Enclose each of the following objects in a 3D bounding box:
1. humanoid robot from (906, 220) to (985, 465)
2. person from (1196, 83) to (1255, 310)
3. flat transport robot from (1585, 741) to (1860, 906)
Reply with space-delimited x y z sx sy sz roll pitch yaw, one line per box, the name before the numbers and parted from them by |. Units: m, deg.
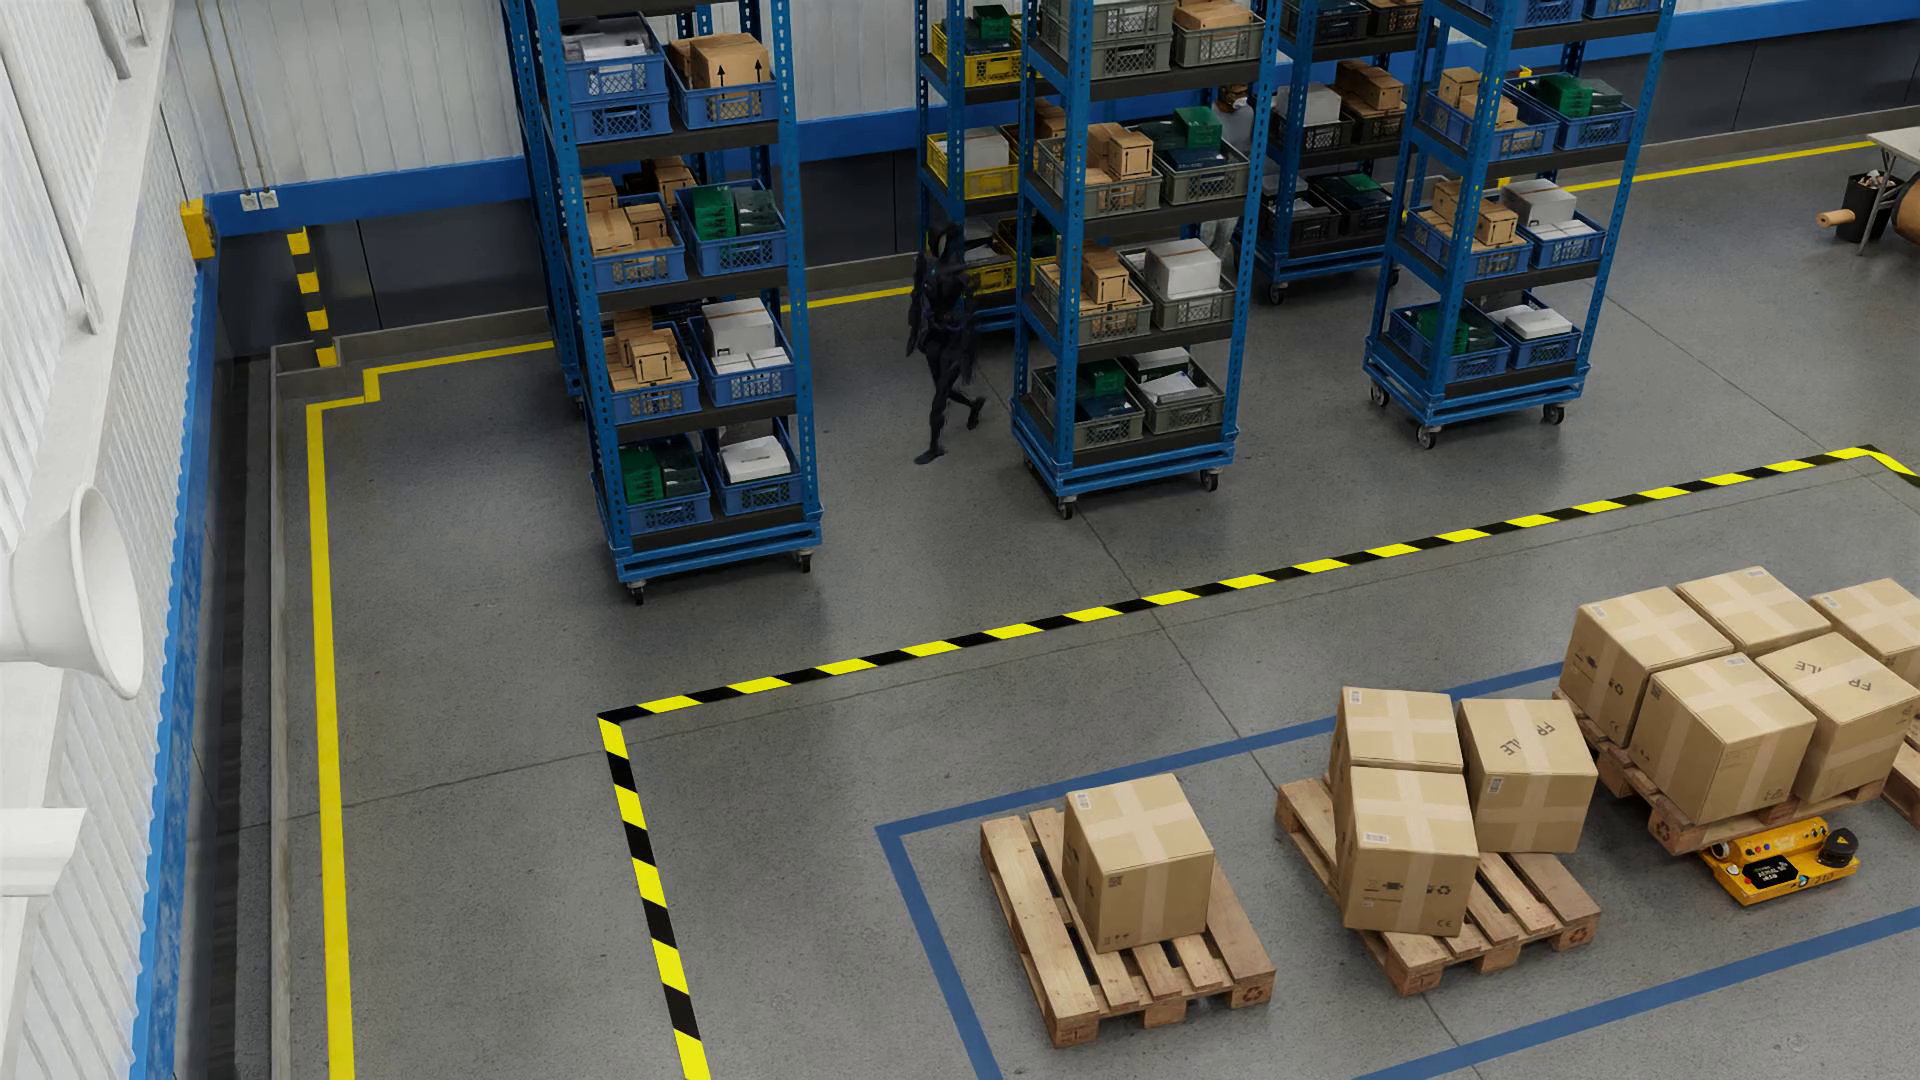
humanoid robot | -0.041 -1.315 10.723 0.696 1.634 0.601 -29 44 -34
person | 1.884 -2.532 12.211 0.620 1.932 0.370 -24 42 -30
flat transport robot | 3.738 1.188 8.347 0.652 0.197 1.431 -11 37 -15
